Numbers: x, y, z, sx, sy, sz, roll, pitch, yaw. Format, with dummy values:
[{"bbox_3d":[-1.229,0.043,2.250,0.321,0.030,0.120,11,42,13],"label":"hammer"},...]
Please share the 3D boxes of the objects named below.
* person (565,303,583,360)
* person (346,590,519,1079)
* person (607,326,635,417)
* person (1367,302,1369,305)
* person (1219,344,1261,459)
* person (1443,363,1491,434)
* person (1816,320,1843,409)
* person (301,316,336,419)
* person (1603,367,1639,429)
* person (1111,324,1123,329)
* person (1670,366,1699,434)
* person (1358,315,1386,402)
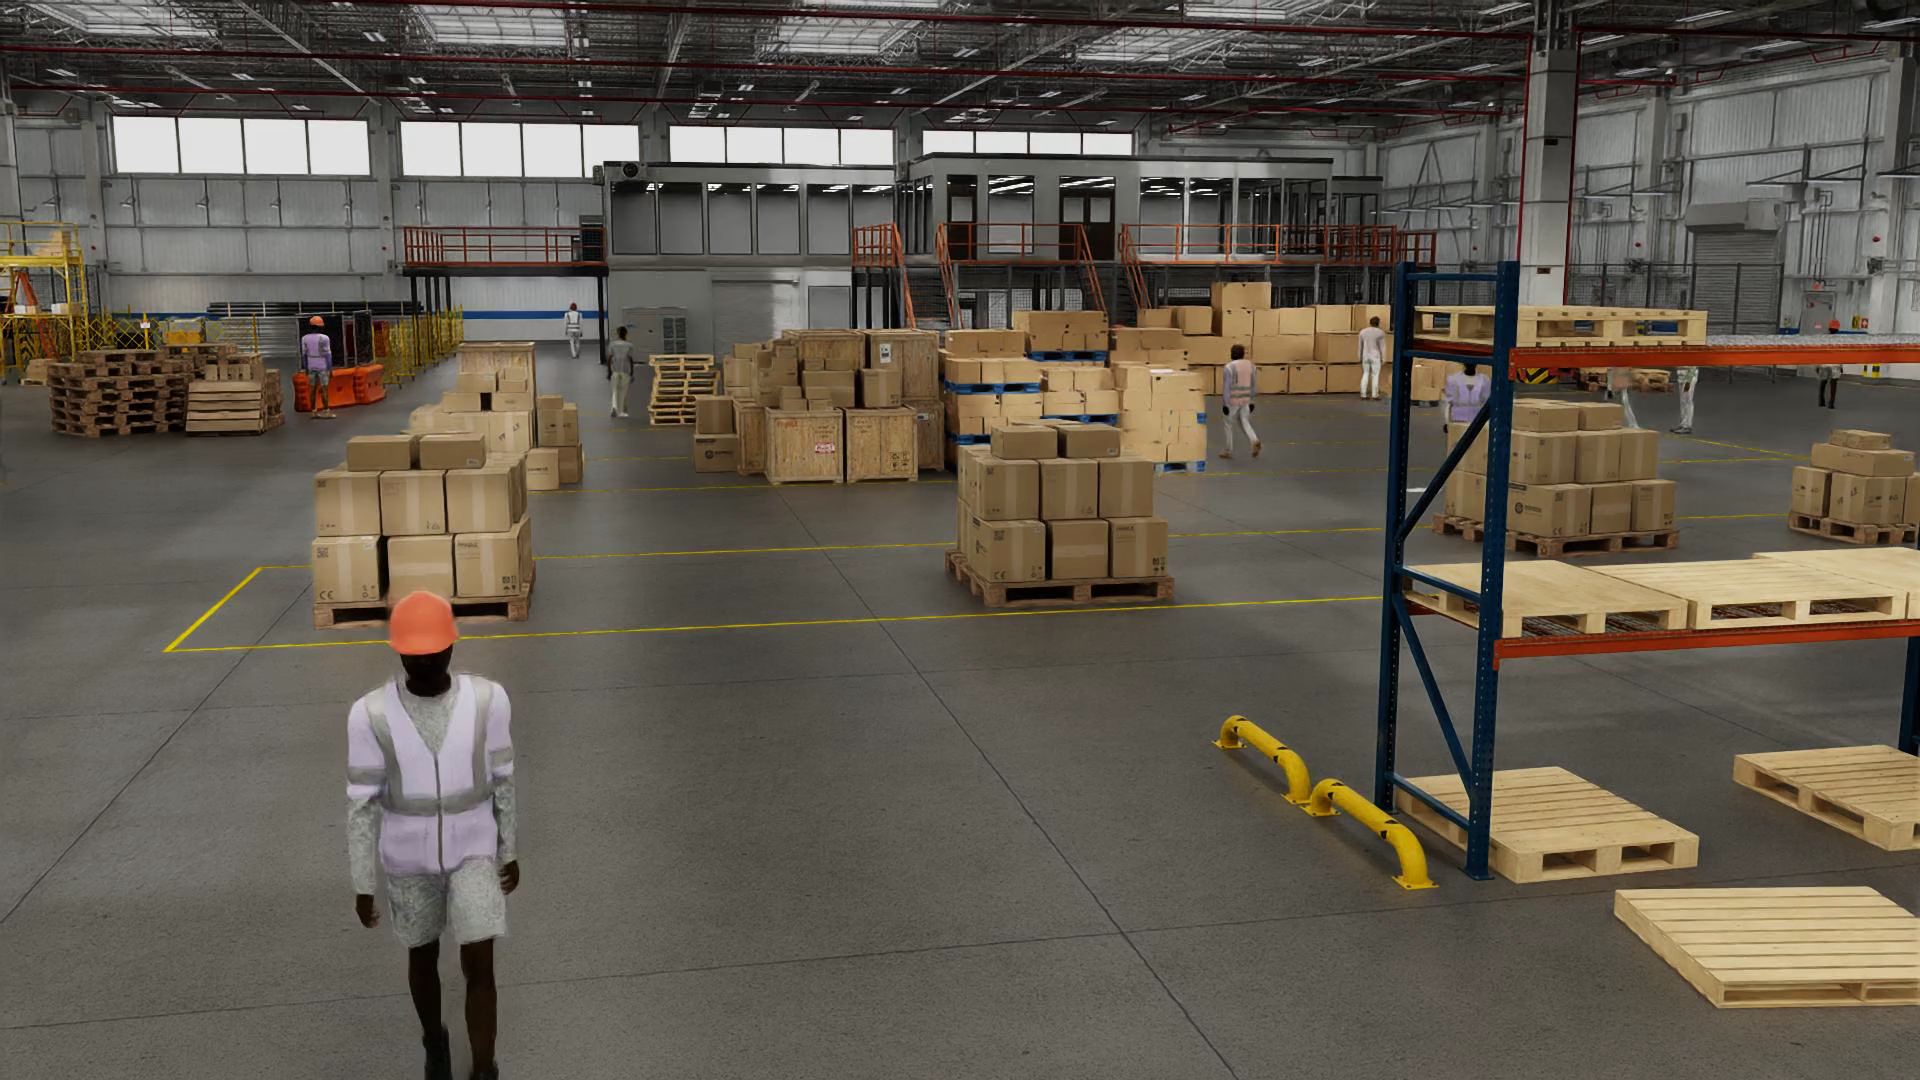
[{"bbox_3d":[-12.656,-6.832,54.507,0.577,1.820,1.028,-3,10,-15],"label":"person"},{"bbox_3d":[-1.806,1.122,5.751,0.569,1.900,0.854,-3,10,-19],"label":"person"},{"bbox_3d":[-6.762,-3.338,33.129,0.554,1.848,0.662,1,9,4],"label":"person"},{"bbox_3d":[12.682,-6.399,51.321,0.613,1.994,0.381,-9,13,-42],"label":"person"},{"bbox_3d":[4.374,-2.151,25.979,0.632,1.824,0.721,-5,11,-29],"label":"person"},{"bbox_3d":[6.858,-1.616,22.410,0.613,1.907,0.650,1,9,6],"label":"person"},{"bbox_3d":[18.635,-3.775,35.633,0.555,1.904,0.956,3,10,19],"label":"person"},{"bbox_3d":[-12.692,-3.403,32.910,0.605,2.045,0.385,2,10,12],"label":"person"},{"bbox_3d":[11.629,-2.732,29.315,0.596,1.889,0.980,-4,10,-21],"label":"person"},{"bbox_3d":[3.014,-3.098,31.379,0.626,1.945,1.048,-8,12,-39],"label":"person"},{"bbox_3d":[13.120,-2.884,30.041,0.391,1.948,0.605,2,10,11],"label":"person"},{"bbox_3d":[9.242,-4.071,37.311,0.633,1.939,0.368,8,12,41],"label":"person"}]
